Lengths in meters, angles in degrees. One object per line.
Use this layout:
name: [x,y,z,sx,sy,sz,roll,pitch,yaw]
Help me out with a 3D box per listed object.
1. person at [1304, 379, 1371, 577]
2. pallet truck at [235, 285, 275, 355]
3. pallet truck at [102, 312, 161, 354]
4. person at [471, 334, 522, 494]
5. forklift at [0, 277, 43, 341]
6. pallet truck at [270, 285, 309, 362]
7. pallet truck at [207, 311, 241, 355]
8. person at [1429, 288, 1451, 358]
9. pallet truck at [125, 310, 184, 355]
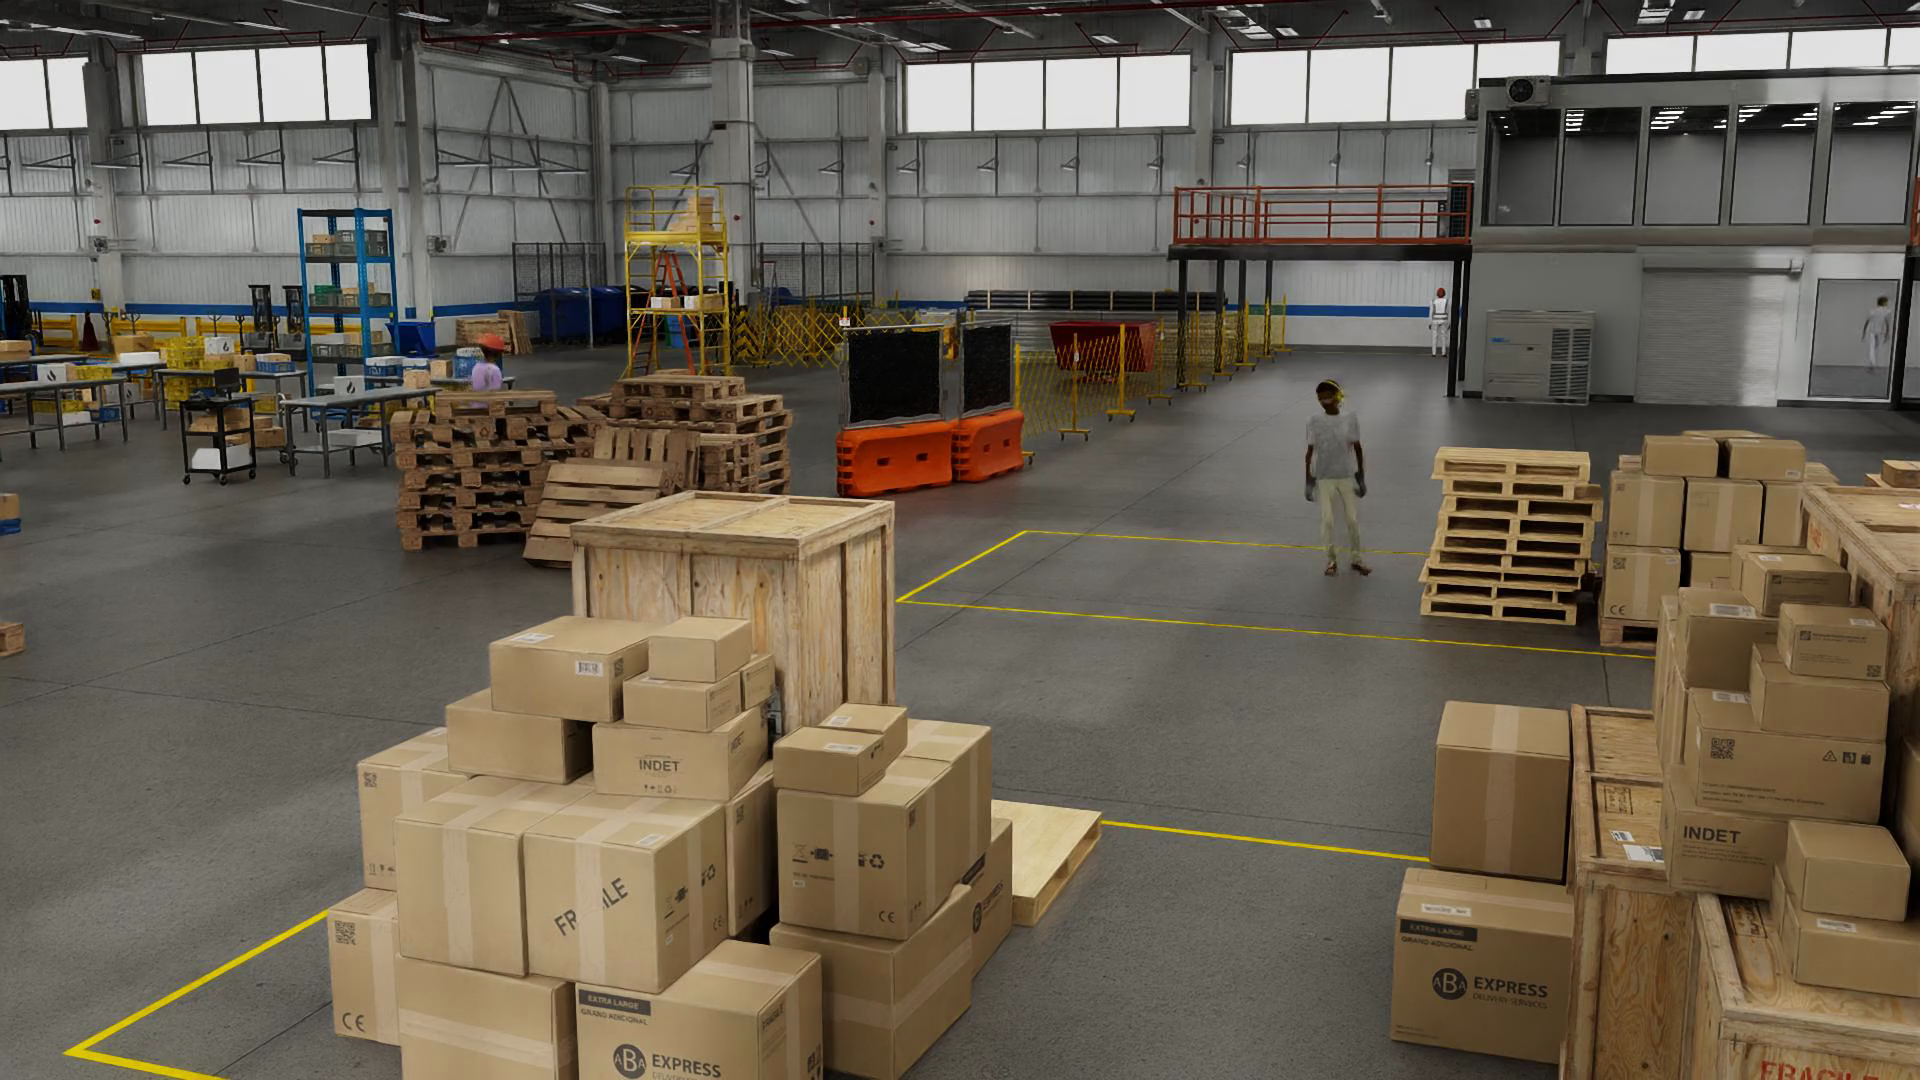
person: [3.423,-0.557,15.172,0.585,1.826,0.429,0,10,1]
pallet truck: [-18.327,-5.835,44.421,0.823,1.965,1.885,4,11,23]
pallet truck: [-23.057,-5.777,46.261,0.680,1.201,1.601,3,11,19]
person: [-5.472,-1.431,19.629,0.631,1.986,1.021,9,14,42]
forklift: [-27.151,-6.329,46.328,1.157,1.987,2.680,3,11,17]
pallet truck: [-17.147,-5.700,43.663,0.823,1.965,1.885,3,11,17]
pallet truck: [-19.537,-5.575,44.913,0.653,1.274,1.630,3,11,19]
person: [12.897,-5.824,44.682,0.574,1.883,0.355,3,11,19]
pallet truck: [-22.038,-5.665,45.457,0.704,1.261,1.522,3,11,17]
